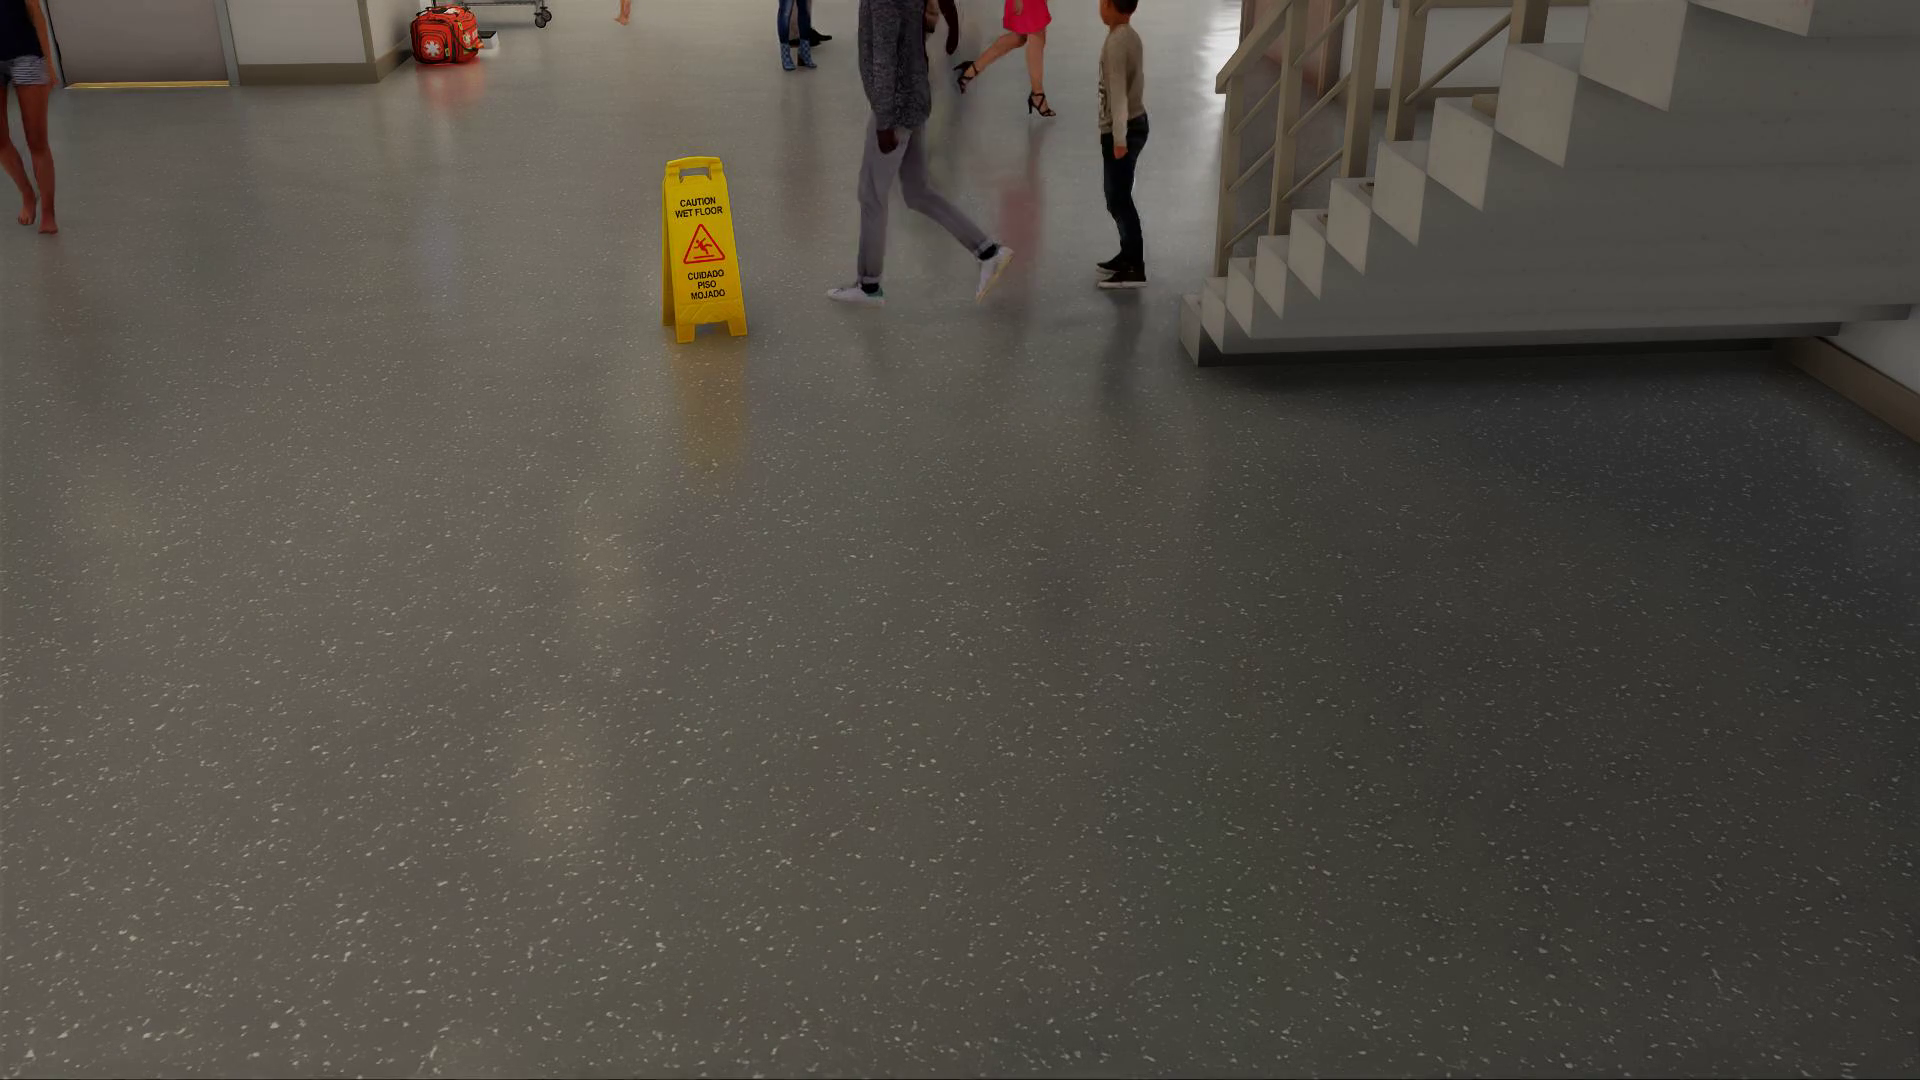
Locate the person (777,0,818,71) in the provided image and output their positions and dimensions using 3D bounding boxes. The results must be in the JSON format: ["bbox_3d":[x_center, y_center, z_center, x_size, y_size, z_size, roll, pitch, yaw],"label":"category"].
[{"bbox_3d":[-1.325,-4.586,13.243,0.698,1.622,0.728,-20,32,-35],"label":"person"}]

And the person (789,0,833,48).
[{"bbox_3d":[-1.384,-5.184,14.226,0.775,1.845,0.642,6,26,12],"label":"person"}]

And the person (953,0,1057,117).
[{"bbox_3d":[0.356,-3.804,11.530,0.786,1.701,0.967,4,26,8],"label":"person"}]

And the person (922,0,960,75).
[{"bbox_3d":[-0.183,-4.512,13.015,0.850,1.688,1.118,8,27,16],"label":"person"}]

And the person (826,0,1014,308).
[{"bbox_3d":[-0.169,-1.908,7.484,1.001,1.800,1.142,4,26,8],"label":"person"}]

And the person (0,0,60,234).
[{"bbox_3d":[-5.030,-2.522,8.806,0.668,1.758,0.684,-10,27,-19],"label":"person"}]

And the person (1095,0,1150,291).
[{"bbox_3d":[0.804,-1.928,7.939,0.837,1.440,0.549,-2,26,-5],"label":"person"}]
